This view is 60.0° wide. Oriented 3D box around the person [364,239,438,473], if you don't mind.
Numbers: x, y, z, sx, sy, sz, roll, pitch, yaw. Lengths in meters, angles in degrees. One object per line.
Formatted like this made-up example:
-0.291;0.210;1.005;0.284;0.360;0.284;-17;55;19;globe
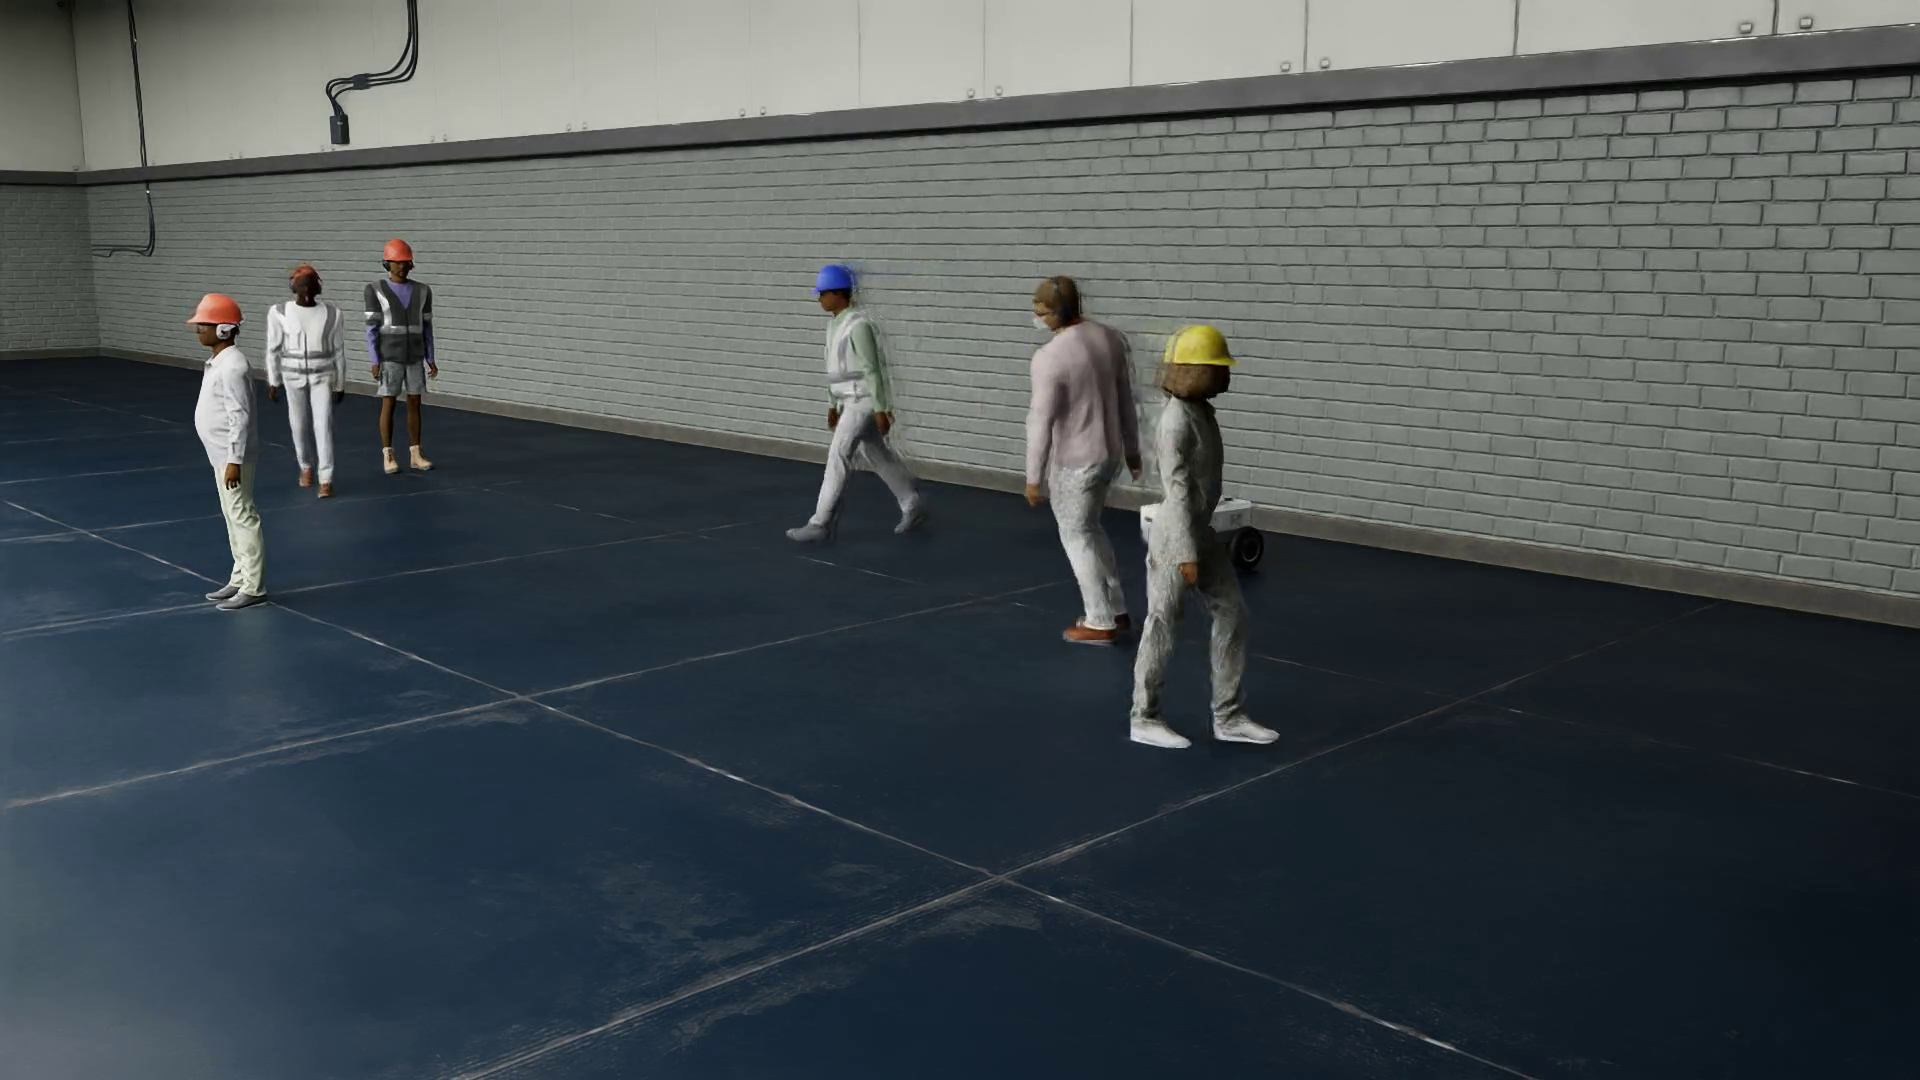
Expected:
-4.896;-1.614;14.634;0.605;2.045;0.388;-9;14;-40;person

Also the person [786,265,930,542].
-0.658;-0.933;11.385;1.051;1.887;0.642;-4;11;-19;person

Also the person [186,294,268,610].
-4.094;-0.493;9.305;0.321;1.755;0.563;-6;12;-31;person

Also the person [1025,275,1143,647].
0.609;-0.379;8.336;0.404;1.887;0.714;8;13;37;person

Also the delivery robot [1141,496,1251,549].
1.467;-0.127;10.335;0.707;0.478;0.477;-7;13;-33;delivery robot

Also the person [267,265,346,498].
-5.278;-1.295;13.476;0.582;1.850;0.934;-3;11;-18;person

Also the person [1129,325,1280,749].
1.003;0.012;6.630;0.713;1.717;0.510;5;12;26;person
